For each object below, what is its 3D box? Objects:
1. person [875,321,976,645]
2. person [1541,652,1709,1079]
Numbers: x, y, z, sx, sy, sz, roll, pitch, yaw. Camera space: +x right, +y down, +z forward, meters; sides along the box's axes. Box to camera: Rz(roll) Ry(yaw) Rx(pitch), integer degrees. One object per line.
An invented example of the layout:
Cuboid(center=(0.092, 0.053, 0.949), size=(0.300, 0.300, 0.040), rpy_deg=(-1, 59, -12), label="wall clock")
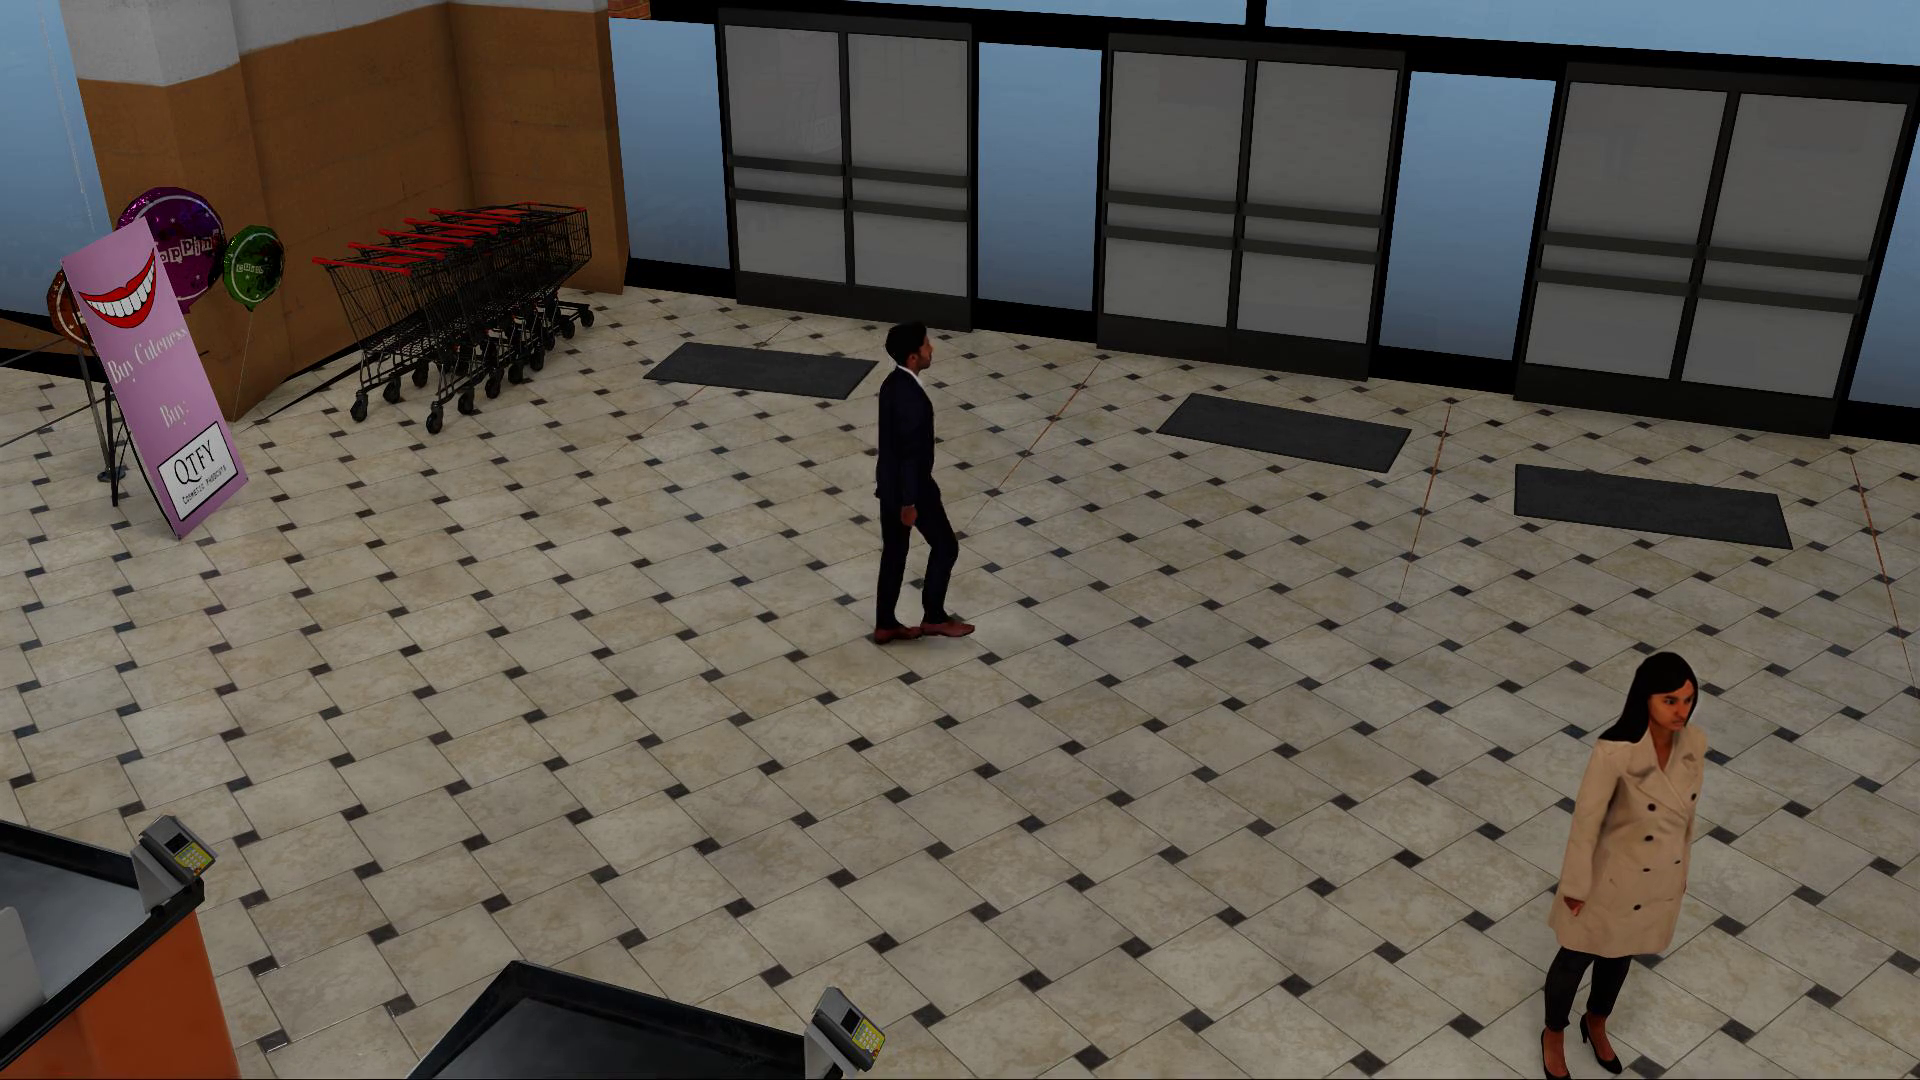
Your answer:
Cuboid(center=(-0.349, -0.239, 8.217), size=(0.926, 1.710, 0.861), rpy_deg=(-7, 28, -13), label="person")
Cuboid(center=(2.216, 1.117, 5.575), size=(0.717, 1.682, 0.738), rpy_deg=(-8, 28, -15), label="person")
